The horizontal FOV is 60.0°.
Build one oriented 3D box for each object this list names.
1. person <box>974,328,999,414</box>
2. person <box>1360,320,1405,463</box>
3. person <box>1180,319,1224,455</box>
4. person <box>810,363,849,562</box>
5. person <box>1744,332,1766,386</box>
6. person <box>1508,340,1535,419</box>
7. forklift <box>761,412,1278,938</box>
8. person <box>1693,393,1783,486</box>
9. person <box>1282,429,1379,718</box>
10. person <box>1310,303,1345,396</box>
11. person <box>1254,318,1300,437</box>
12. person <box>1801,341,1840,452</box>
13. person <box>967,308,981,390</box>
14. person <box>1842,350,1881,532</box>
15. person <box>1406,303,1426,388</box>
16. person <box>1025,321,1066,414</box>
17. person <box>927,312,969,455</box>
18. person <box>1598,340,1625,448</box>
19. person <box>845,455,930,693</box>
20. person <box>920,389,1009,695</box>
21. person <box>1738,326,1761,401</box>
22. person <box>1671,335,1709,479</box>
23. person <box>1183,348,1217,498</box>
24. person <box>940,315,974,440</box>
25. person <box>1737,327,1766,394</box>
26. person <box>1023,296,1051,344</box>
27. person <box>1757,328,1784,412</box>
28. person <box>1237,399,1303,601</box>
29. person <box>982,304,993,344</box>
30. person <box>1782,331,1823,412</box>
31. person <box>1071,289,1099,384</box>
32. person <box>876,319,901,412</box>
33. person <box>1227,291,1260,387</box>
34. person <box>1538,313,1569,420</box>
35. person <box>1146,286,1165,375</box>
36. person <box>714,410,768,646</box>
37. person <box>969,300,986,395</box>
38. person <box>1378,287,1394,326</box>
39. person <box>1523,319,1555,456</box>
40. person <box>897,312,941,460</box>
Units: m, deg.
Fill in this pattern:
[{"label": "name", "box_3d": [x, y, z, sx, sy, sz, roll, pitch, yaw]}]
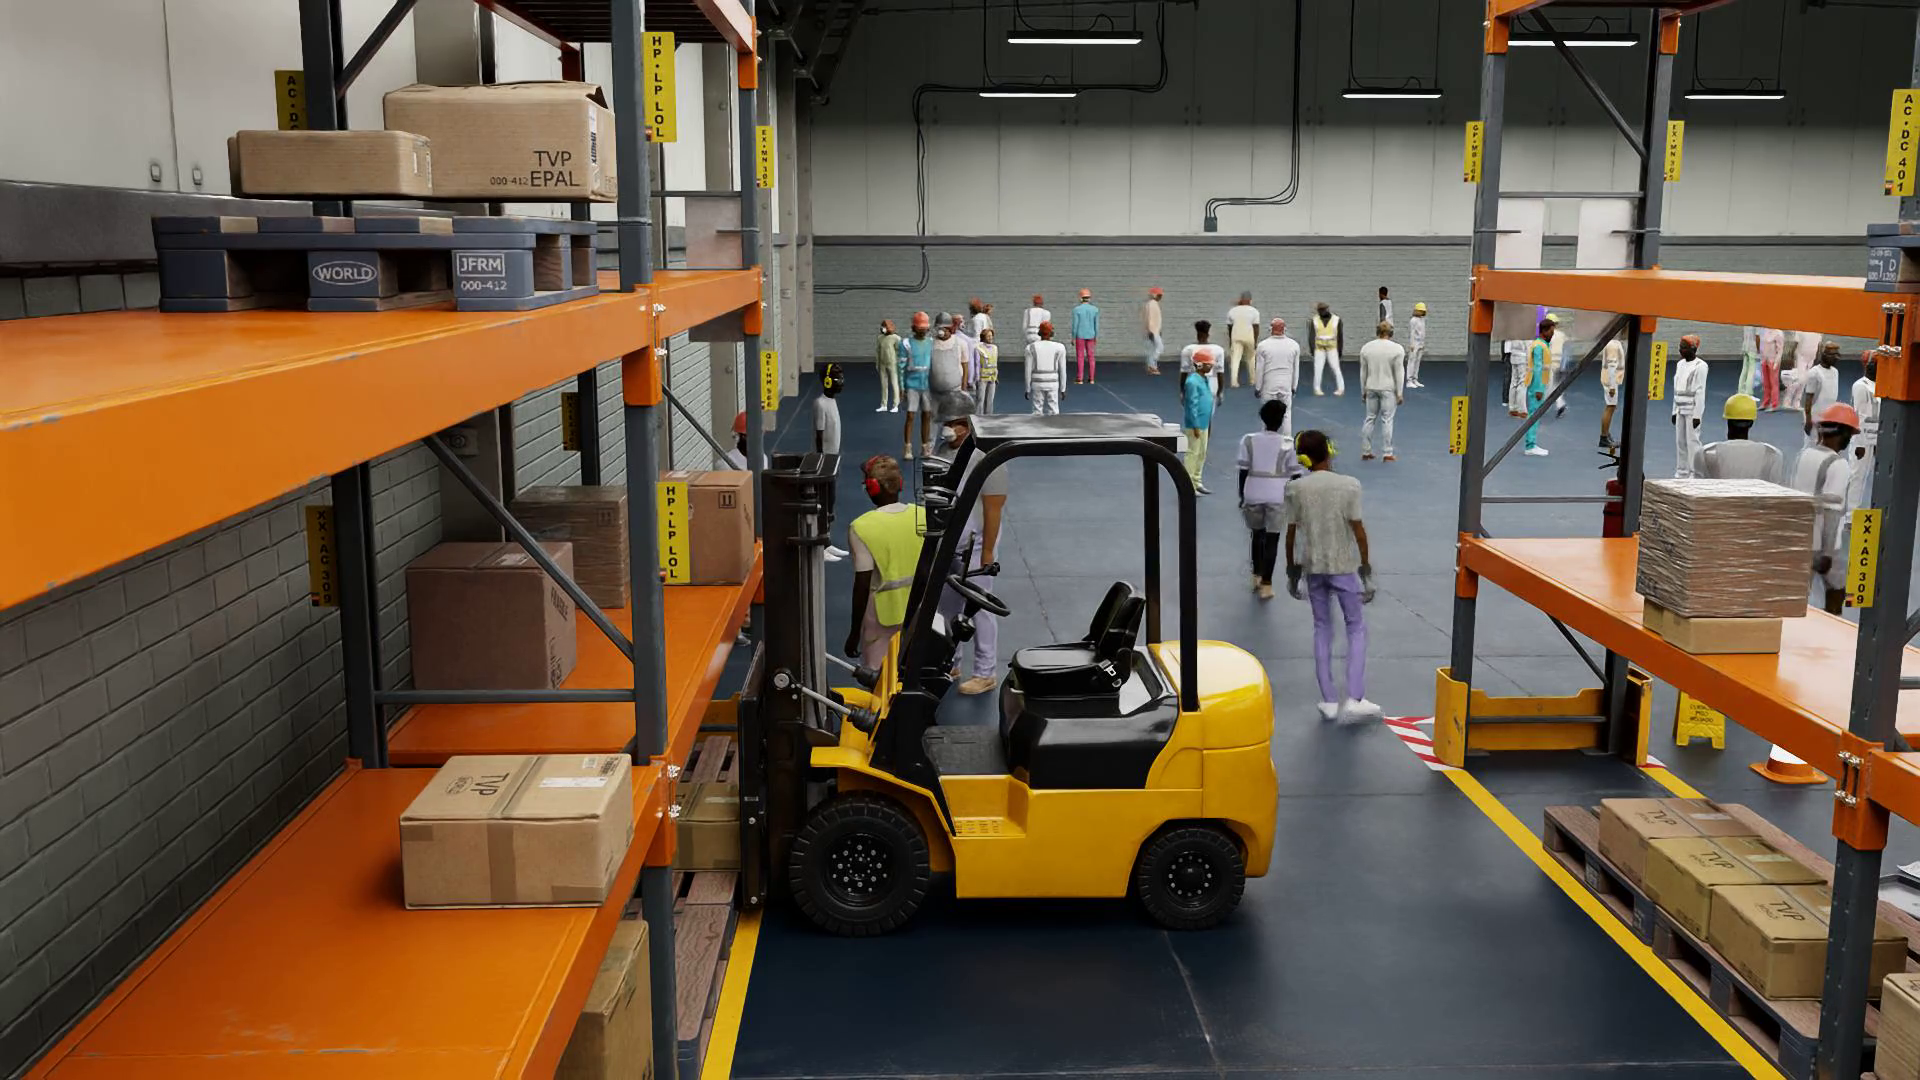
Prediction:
[{"label": "person", "box_3d": [0.411, -2.511, 26.164, 0.306, 1.640, 0.522, 9, 14, 42]}, {"label": "person", "box_3d": [5.728, -2.016, 22.616, 0.633, 1.930, 0.369, 9, 13, 40]}, {"label": "person", "box_3d": [3.349, -2.081, 22.989, 0.601, 1.932, 0.883, 1, 10, 3]}, {"label": "person", "box_3d": [-1.239, -0.729, 15.637, 0.319, 1.861, 0.515, 2, 10, 9]}, {"label": "person", "box_3d": [16.560, -4.116, 34.582, 0.351, 1.834, 0.517, 6, 12, 31]}, {"label": "person", "box_3d": [9.517, -3.016, 28.114, 0.390, 1.949, 0.602, -2, 10, -9]}, {"label": "forklift", "box_3d": [0.291, 0.548, 7.580, 2.313, 2.155, 1.214, 0, 10, -2]}, {"label": "person", "box_3d": [5.457, -0.070, 11.757, 0.587, 1.930, 0.362, 2, 10, 12]}, {"label": "person", "box_3d": [2.324, 0.214, 10.491, 0.630, 1.814, 0.339, 5, 11, 27]}, {"label": "person", "box_3d": [7.160, -3.711, 32.430, 0.688, 1.804, 0.432, 4, 11, 22]}, {"label": "person", "box_3d": [4.486, -2.190, 23.634, 0.642, 1.909, 0.408, -2, 10, -9]}, {"label": "person", "box_3d": [10.053, -1.402, 19.447, 0.507, 1.838, 0.342, -6, 12, -29]}, {"label": "person", "box_3d": [0.317, -3.863, 33.533, 0.322, 1.697, 0.533, -7, 12, -34]}, {"label": "person", "box_3d": [9.331, -1.013, 17.146, 0.355, 1.883, 0.574, 8, 13, 38]}, {"label": "person", "box_3d": [9.429, -4.014, 34.260, 0.318, 1.740, 0.488, 9, 14, 42]}, {"label": "person", "box_3d": [1.198, -2.129, 23.355, 0.583, 1.882, 0.338, 0, 10, 0]}, {"label": "person", "box_3d": [-0.222, -2.122, 22.882, 0.678, 2.000, 0.536, 0, 10, 2]}, {"label": "person", "box_3d": [9.523, -2.298, 24.192, 0.383, 1.926, 0.550, 4, 11, 22]}, {"label": "person", "box_3d": [-0.379, 0.454, 9.096, 0.390, 1.838, 0.563, 10, 14, 43]}, {"label": "person", "box_3d": [-0.023, -0.002, 11.071, 0.535, 2.000, 0.677, -9, 13, -41]}, {"label": "person", "box_3d": [14.894, -3.538, 31.280, 0.327, 1.863, 0.511, -1, 10, -7]}, {"label": "person", "box_3d": [8.829, -1.549, 20.167, 0.355, 1.876, 0.574, -1, 10, -6]}, {"label": "person", "box_3d": [2.828, -1.377, 19.553, 0.341, 1.745, 0.560, 6, 12, 28]}, {"label": "person", "box_3d": [-0.059, -2.442, 25.077, 0.661, 1.899, 0.396, 7, 12, 34]}, {"label": "person", "box_3d": [15.444, -3.685, 32.194, 0.513, 1.828, 0.674, -6, 12, -29]}, {"label": "person", "box_3d": [1.654, -4.305, 35.662, 0.589, 1.826, 0.893, 3, 11, 15]}, {"label": "person", "box_3d": [14.245, -3.123, 29.251, 0.328, 1.760, 0.524, -1, 10, -3]}, {"label": "person", "box_3d": [2.636, -0.353, 14.042, 0.553, 1.668, 0.710, 5, 11, 27]}, {"label": "person", "box_3d": [0.567, -4.344, 36.409, 0.320, 1.628, 0.509, 2, 10, 9]}, {"label": "person", "box_3d": [14.846, -3.136, 29.182, 0.547, 1.813, 0.408, -4, 11, -20]}, {"label": "person", "box_3d": [2.627, -4.291, 35.092, 0.625, 1.992, 0.386, -4, 11, -23]}, {"label": "person", "box_3d": [-1.266, -3.061, 29.244, 0.509, 1.632, 0.267, 6, 12, 30]}, {"label": "person", "box_3d": [5.858, -4.181, 34.350, 0.693, 2.000, 1.011, 5, 12, 28]}, {"label": "person", "box_3d": [10.029, -2.939, 28.169, 0.634, 1.789, 0.870, -4, 11, -22]}, {"label": "person", "box_3d": [4.436, -4.694, 37.365, 0.518, 1.980, 0.644, 3, 11, 15]}, {"label": "person", "box_3d": [-1.585, -0.100, 12.427, 0.339, 1.748, 0.564, 6, 12, 29]}, {"label": "person", "box_3d": [0.390, -3.765, 32.582, 0.411, 1.858, 0.625, 2, 10, 13]}, {"label": "person", "box_3d": [10.157, -5.094, 39.799, 0.398, 1.913, 0.590, 5, 12, 28]}, {"label": "person", "box_3d": [8.138, -2.154, 23.410, 0.398, 1.916, 0.588, 4, 11, 23]}, {"label": "person", "box_3d": [-0.551, -2.101, 22.777, 0.646, 2.040, 0.450, -4, 11, -19]}]
